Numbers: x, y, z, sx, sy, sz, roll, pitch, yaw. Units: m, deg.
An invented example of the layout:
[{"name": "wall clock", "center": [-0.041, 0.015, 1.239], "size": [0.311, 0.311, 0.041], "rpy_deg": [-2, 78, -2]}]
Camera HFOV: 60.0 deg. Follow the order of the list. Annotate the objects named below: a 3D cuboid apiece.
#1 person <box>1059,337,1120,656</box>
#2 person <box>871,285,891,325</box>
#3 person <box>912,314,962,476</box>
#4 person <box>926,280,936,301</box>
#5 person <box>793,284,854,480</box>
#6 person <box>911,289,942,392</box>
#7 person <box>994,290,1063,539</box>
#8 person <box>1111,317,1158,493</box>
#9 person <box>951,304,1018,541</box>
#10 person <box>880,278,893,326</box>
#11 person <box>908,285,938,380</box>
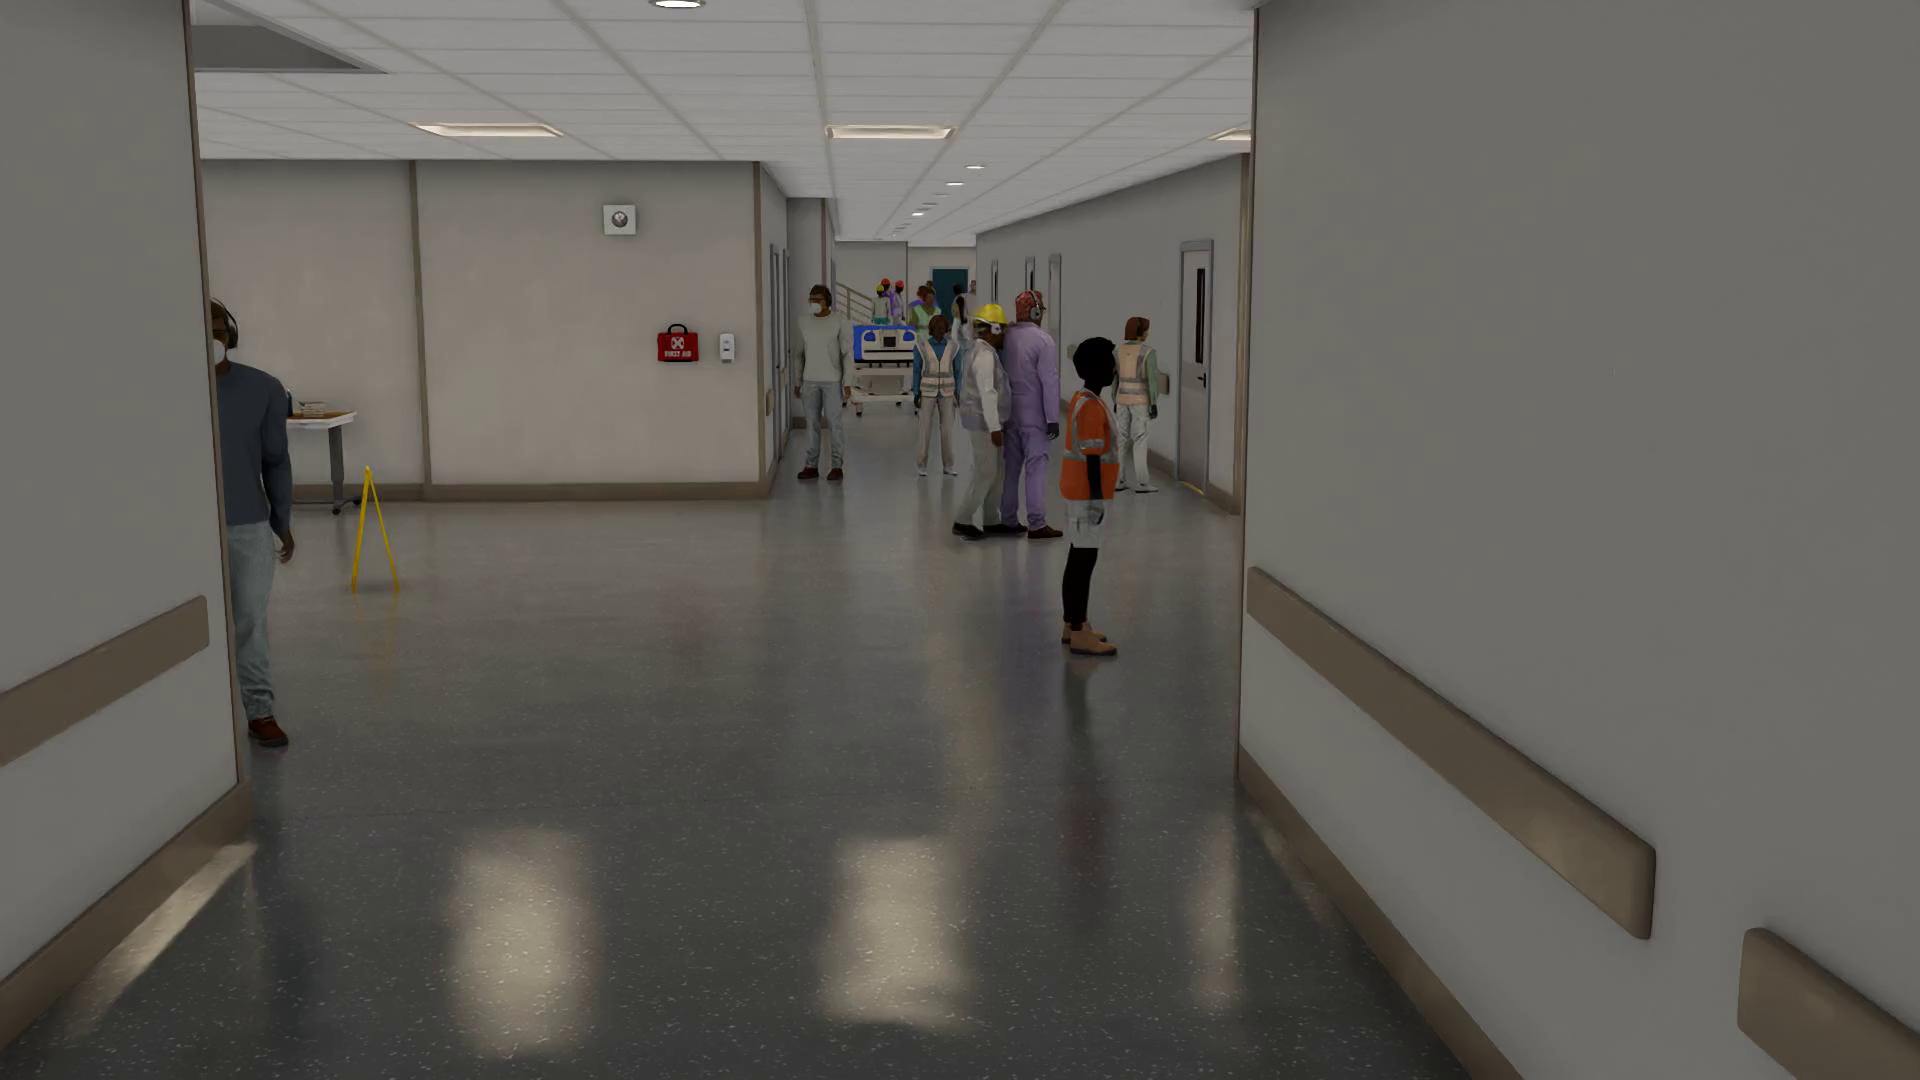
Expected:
[{"name": "person", "center": [0.696, -0.238, 8.930], "size": [0.320, 1.695, 0.537], "rpy_deg": [0, 9, -2]}, {"name": "person", "center": [-2.123, -5.939, 44.507], "size": [0.533, 1.767, 0.324], "rpy_deg": [2, 9, 12]}, {"name": "person", "center": [-0.228, -1.453, 16.773], "size": [0.513, 1.633, 0.317], "rpy_deg": [-2, 9, -11]}, {"name": "person", "center": [-1.045, -8.090, 57.759], "size": [0.346, 1.846, 0.506], "rpy_deg": [-6, 11, -35]}, {"name": "person", "center": [-1.357, -1.558, 16.463], "size": [0.635, 1.936, 0.354], "rpy_deg": [3, 10, 19]}, {"name": "person", "center": [-0.573, -3.332, 28.068], "size": [0.587, 1.795, 0.986], "rpy_deg": [-4, 10, -24]}, {"name": "person", "center": [0.534, -0.966, 12.846], "size": [0.408, 1.906, 0.653], "rpy_deg": [-9, 12, -43]}, {"name": "person", "center": [1.628, -1.259, 15.527], "size": [0.517, 1.636, 0.313], "rpy_deg": [9, 13, 44]}, {"name": "person", "center": [0.204, -0.896, 12.701], "size": [0.483, 1.803, 0.632], "rpy_deg": [0, 9, 0]}, {"name": "person", "center": [-1.995, -6.100, 44.977], "size": [0.375, 1.935, 0.551], "rpy_deg": [2, 9, 14]}, {"name": "person", "center": [-0.714, -4.007, 32.196], "size": [0.582, 1.829, 0.450], "rpy_deg": [-2, 9, -13]}]
